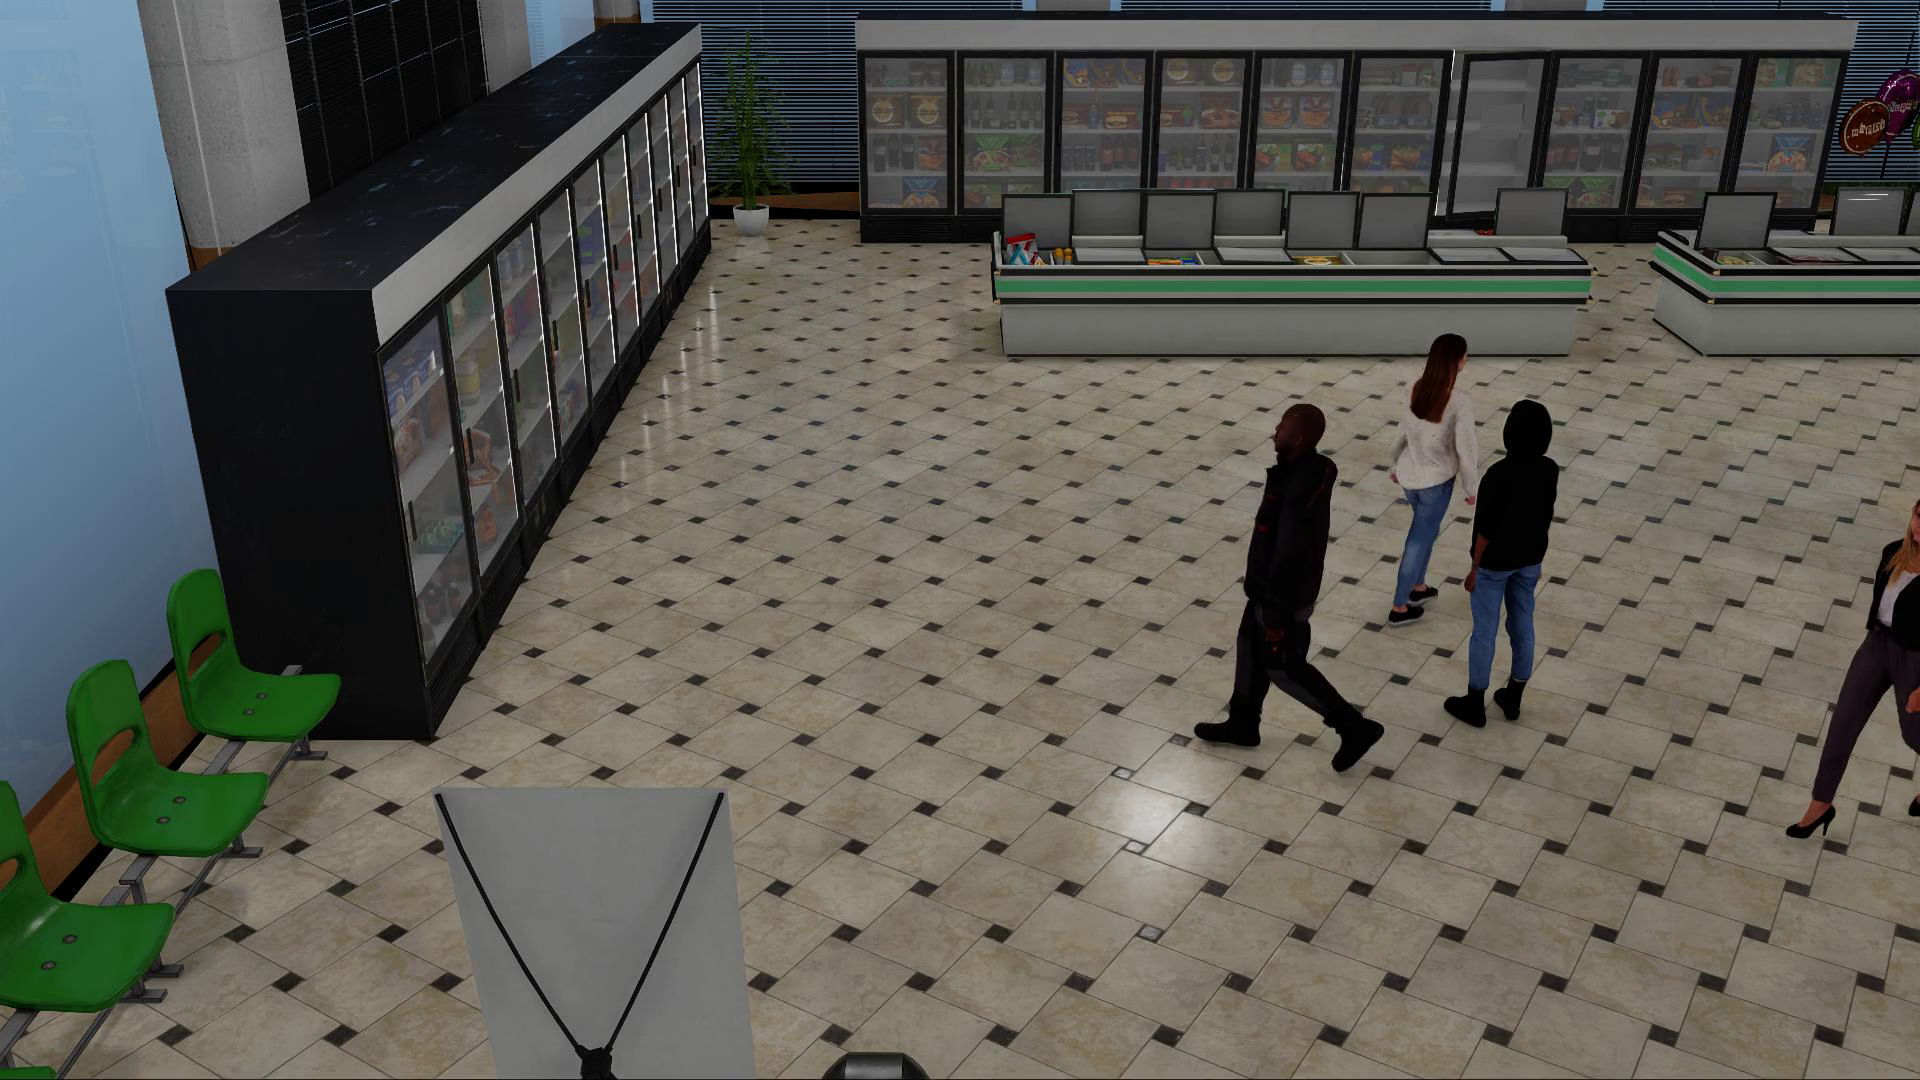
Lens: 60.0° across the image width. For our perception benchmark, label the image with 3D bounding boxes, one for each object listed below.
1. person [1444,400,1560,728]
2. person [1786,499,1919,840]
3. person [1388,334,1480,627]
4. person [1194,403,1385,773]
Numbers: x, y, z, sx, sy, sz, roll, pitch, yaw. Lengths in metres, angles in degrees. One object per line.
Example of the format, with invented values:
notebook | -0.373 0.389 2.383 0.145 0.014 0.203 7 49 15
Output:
person | 2.691 0.120 8.169 0.559 1.701 0.686 -6 24 -14
person | 4.151 0.580 7.209 1.123 1.629 0.866 -9 25 -20
person | 2.518 -0.300 9.158 0.867 1.677 0.820 -14 27 -29
person | 1.618 0.241 7.757 1.227 1.810 0.921 7 25 15
